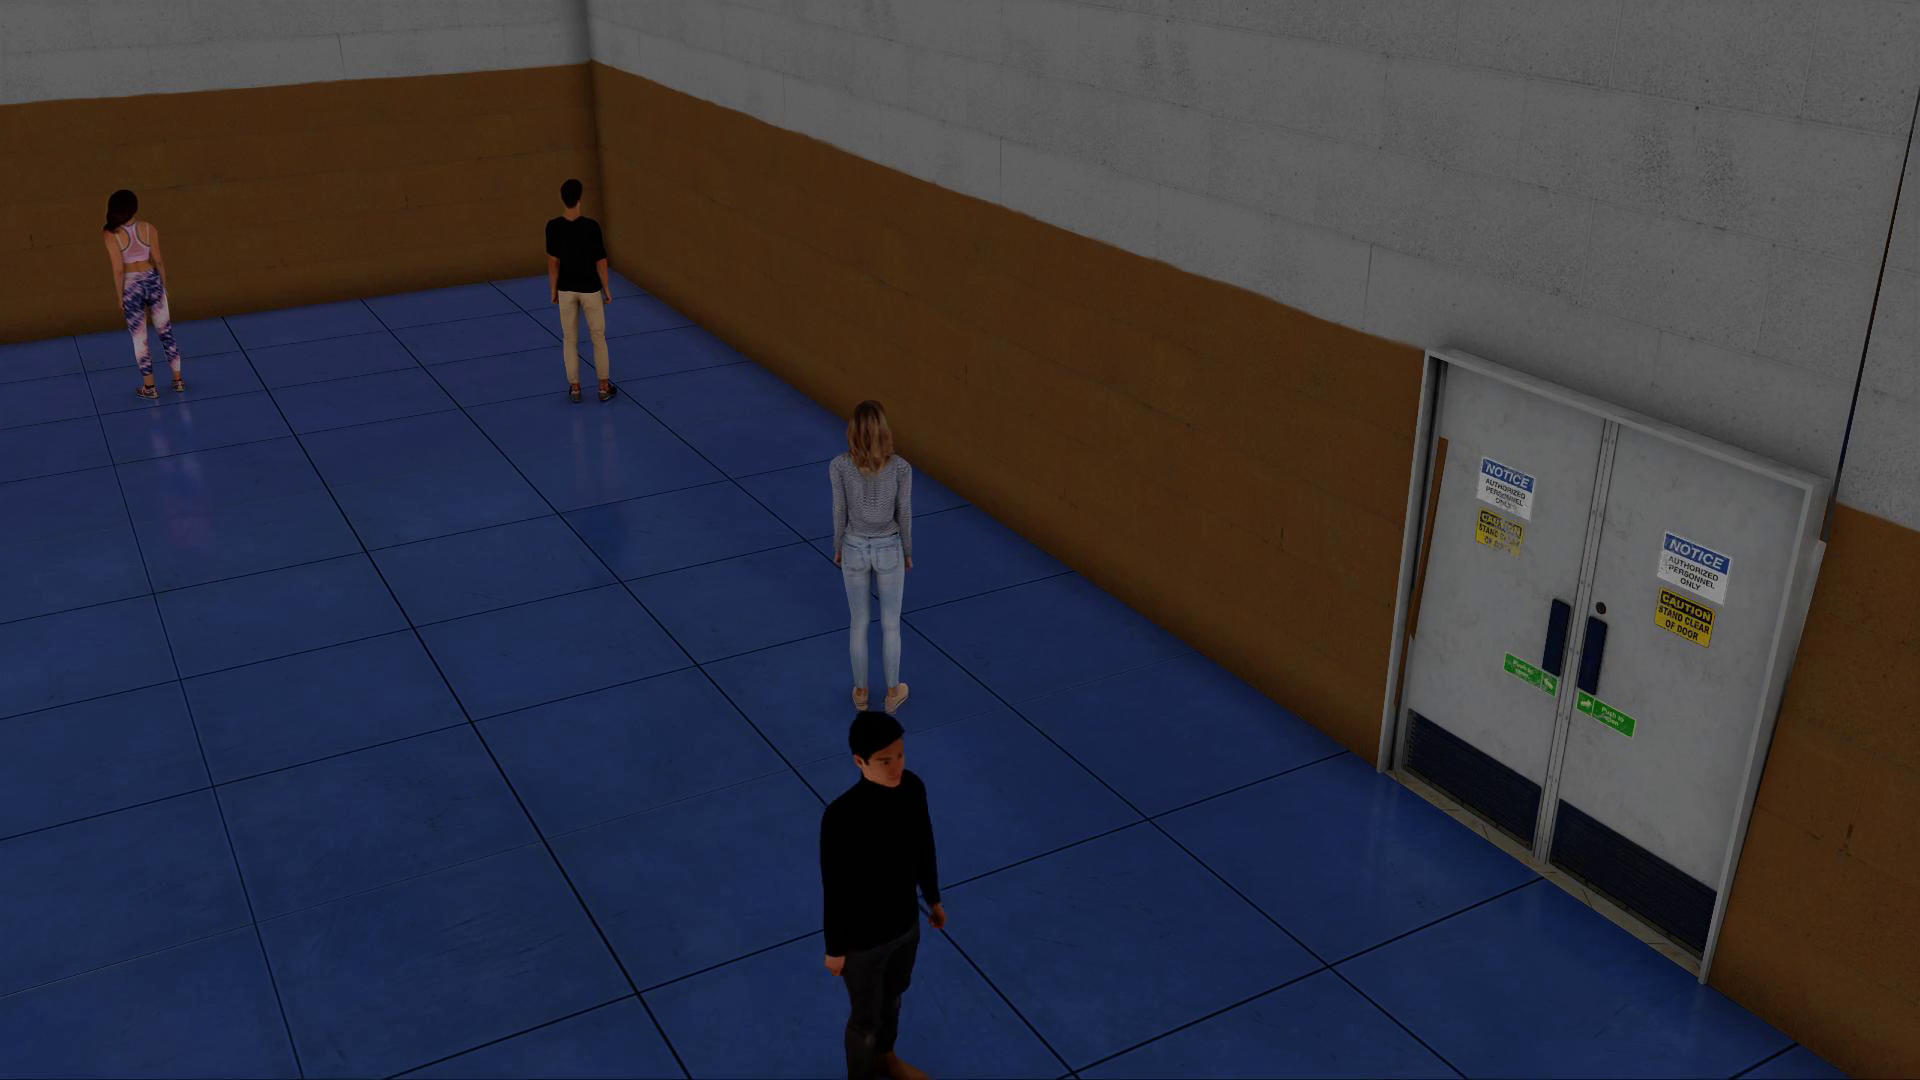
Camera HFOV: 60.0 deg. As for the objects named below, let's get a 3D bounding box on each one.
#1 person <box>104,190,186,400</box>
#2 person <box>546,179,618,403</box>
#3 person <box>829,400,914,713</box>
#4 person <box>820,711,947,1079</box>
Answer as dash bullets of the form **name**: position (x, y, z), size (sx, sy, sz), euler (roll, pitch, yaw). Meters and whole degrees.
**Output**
- **person**: position (-6.897, -2.083, 14.036), size (0.712, 1.767, 0.575), euler (21, 31, 40)
- **person**: position (-3.175, -2.078, 13.880), size (0.631, 1.857, 0.781), euler (-1, 24, -3)
- **person**: position (-0.474, 0.090, 9.033), size (0.620, 1.796, 0.722), euler (2, 24, 3)
- **person**: position (-0.308, 1.378, 6.186), size (0.800, 1.718, 0.655), euler (16, 28, 32)
